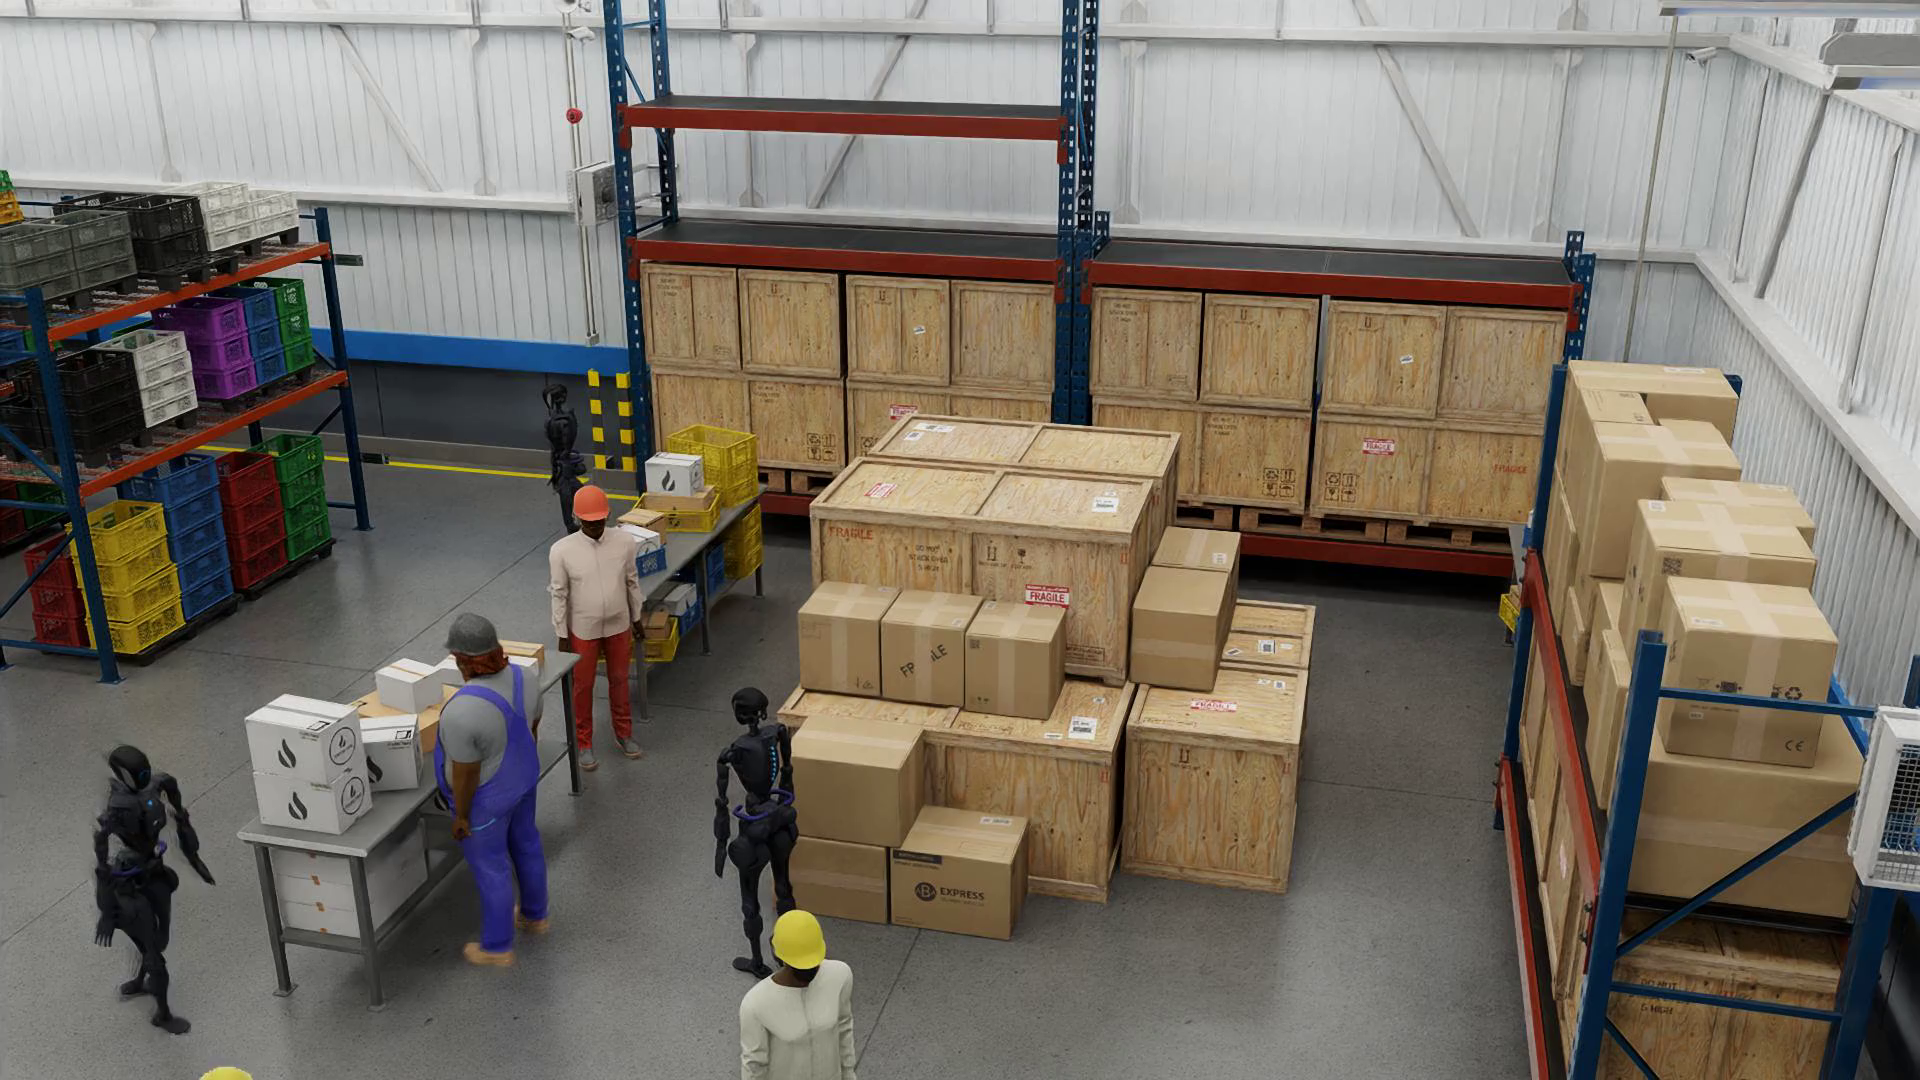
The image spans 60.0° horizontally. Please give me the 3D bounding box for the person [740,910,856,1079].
[{"bbox_3d":[-0.649,2.301,6.927,0.532,1.766,0.324,-14,25,-32],"label":"person"}]

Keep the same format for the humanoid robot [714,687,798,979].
[{"bbox_3d":[-1.079,1.558,8.992,0.307,1.651,0.579,17,26,37],"label":"humanoid robot"}]

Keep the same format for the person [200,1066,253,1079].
[{"bbox_3d":[-2.422,2.715,5.676,0.635,1.891,0.677,-3,21,-7],"label":"person"}]

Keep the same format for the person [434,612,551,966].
[{"bbox_3d":[-2.585,1.337,9.070,0.536,2.000,0.686,8,23,21],"label":"person"}]

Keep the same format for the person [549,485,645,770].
[{"bbox_3d":[-2.406,0.573,11.131,0.618,1.992,0.394,-12,24,-29],"label":"person"}]

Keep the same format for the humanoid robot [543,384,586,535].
[{"bbox_3d":[-3.446,-0.562,14.540,0.323,1.645,0.596,-9,23,-22],"label":"humanoid robot"}]

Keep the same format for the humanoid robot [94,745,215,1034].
[{"bbox_3d":[-4.247,1.748,8.551,0.582,1.637,0.593,5,22,13],"label":"humanoid robot"}]
